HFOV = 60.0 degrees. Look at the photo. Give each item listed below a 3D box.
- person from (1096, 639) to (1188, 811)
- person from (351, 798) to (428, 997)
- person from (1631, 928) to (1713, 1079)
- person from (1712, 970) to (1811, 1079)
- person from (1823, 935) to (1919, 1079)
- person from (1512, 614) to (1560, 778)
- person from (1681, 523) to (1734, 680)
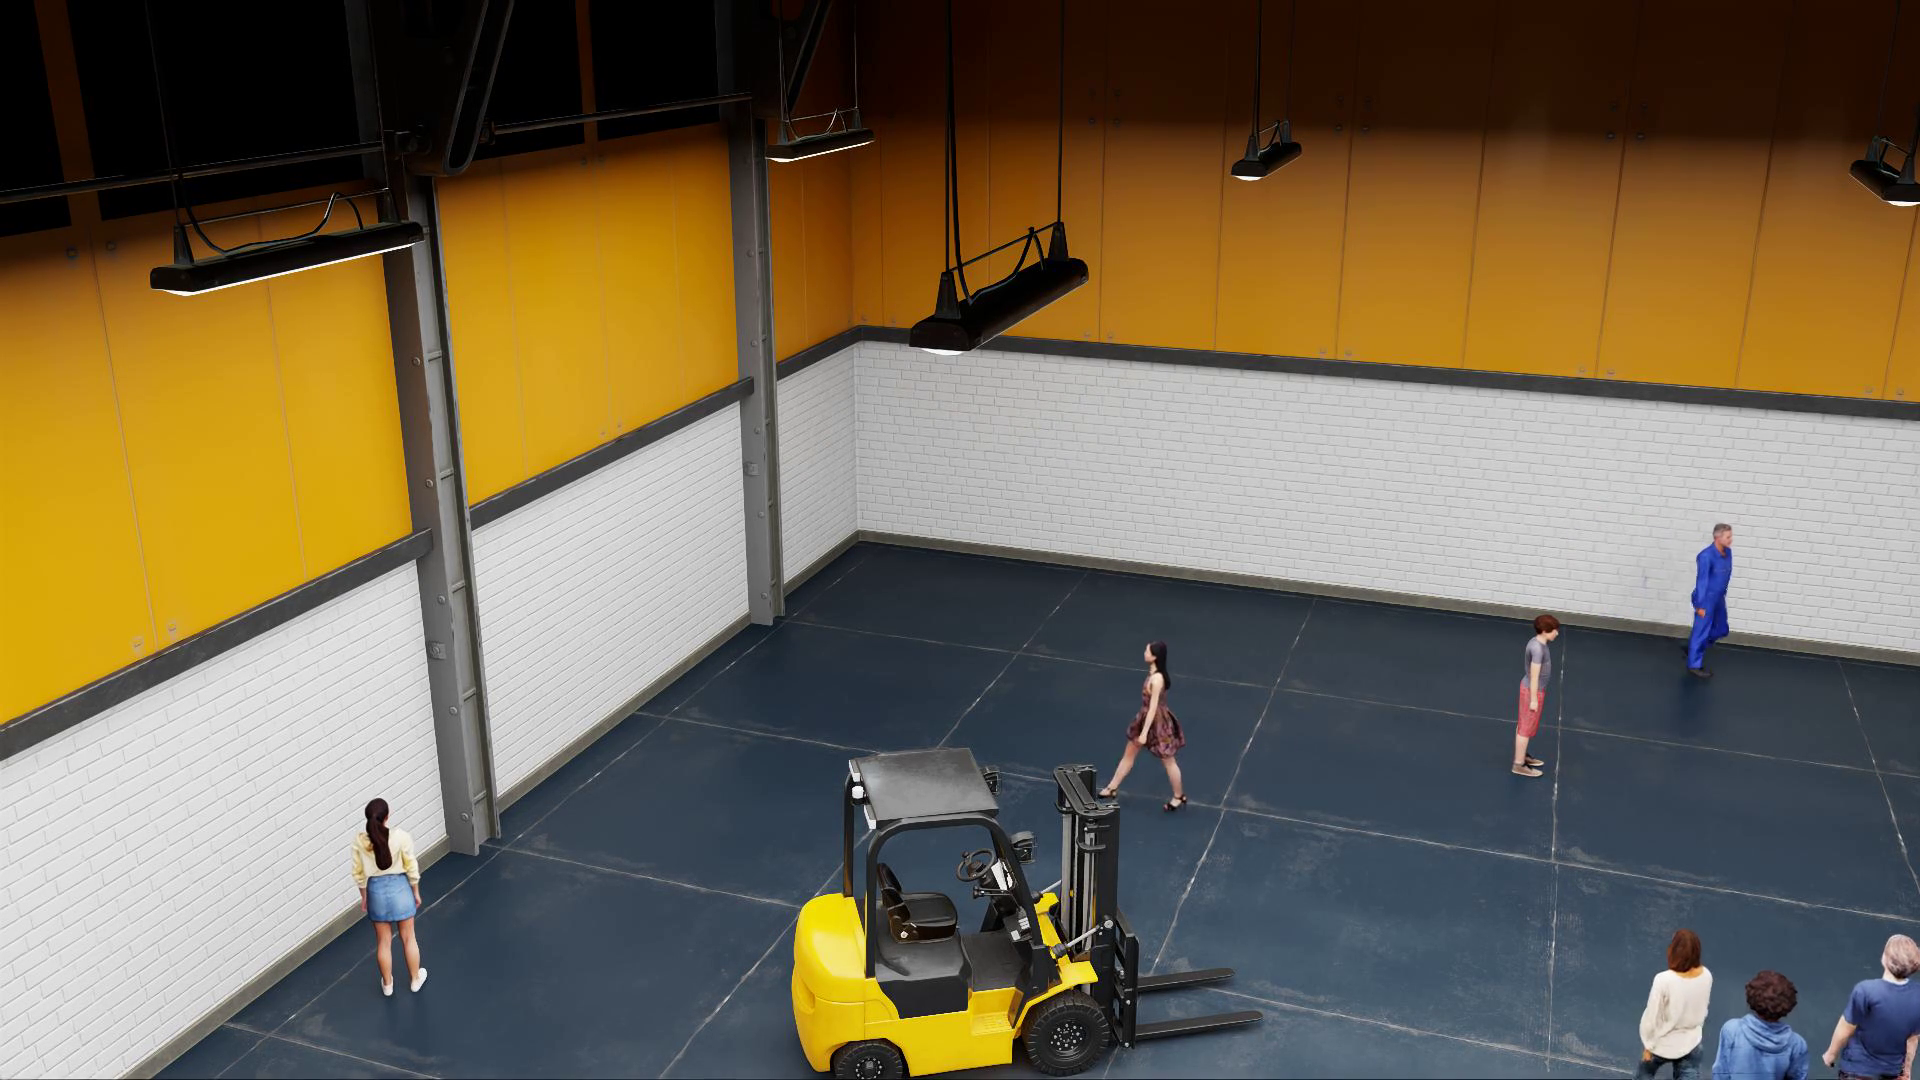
[{"bbox_3d":[1.899,1.772,15.442,0.896,1.729,1.136,1,19,2],"label":"person"},{"bbox_3d":[-4.379,2.730,12.759,0.712,1.626,0.723,-4,19,-12],"label":"person"},{"bbox_3d":[4.723,3.356,10.887,0.956,1.635,1.152,-3,19,-9],"label":"person"},{"bbox_3d":[4.849,3.520,10.190,0.823,1.770,1.213,10,21,28],"label":"person"},{"bbox_3d":[5.789,3.388,10.483,1.024,1.832,1.257,-3,19,-8],"label":"person"},{"bbox_3d":[5.635,1.501,16.378,0.642,1.647,0.483,8,20,23],"label":"person"},{"bbox_3d":[8.321,0.645,18.657,0.875,1.813,0.960,-14,23,-35],"label":"person"}]
